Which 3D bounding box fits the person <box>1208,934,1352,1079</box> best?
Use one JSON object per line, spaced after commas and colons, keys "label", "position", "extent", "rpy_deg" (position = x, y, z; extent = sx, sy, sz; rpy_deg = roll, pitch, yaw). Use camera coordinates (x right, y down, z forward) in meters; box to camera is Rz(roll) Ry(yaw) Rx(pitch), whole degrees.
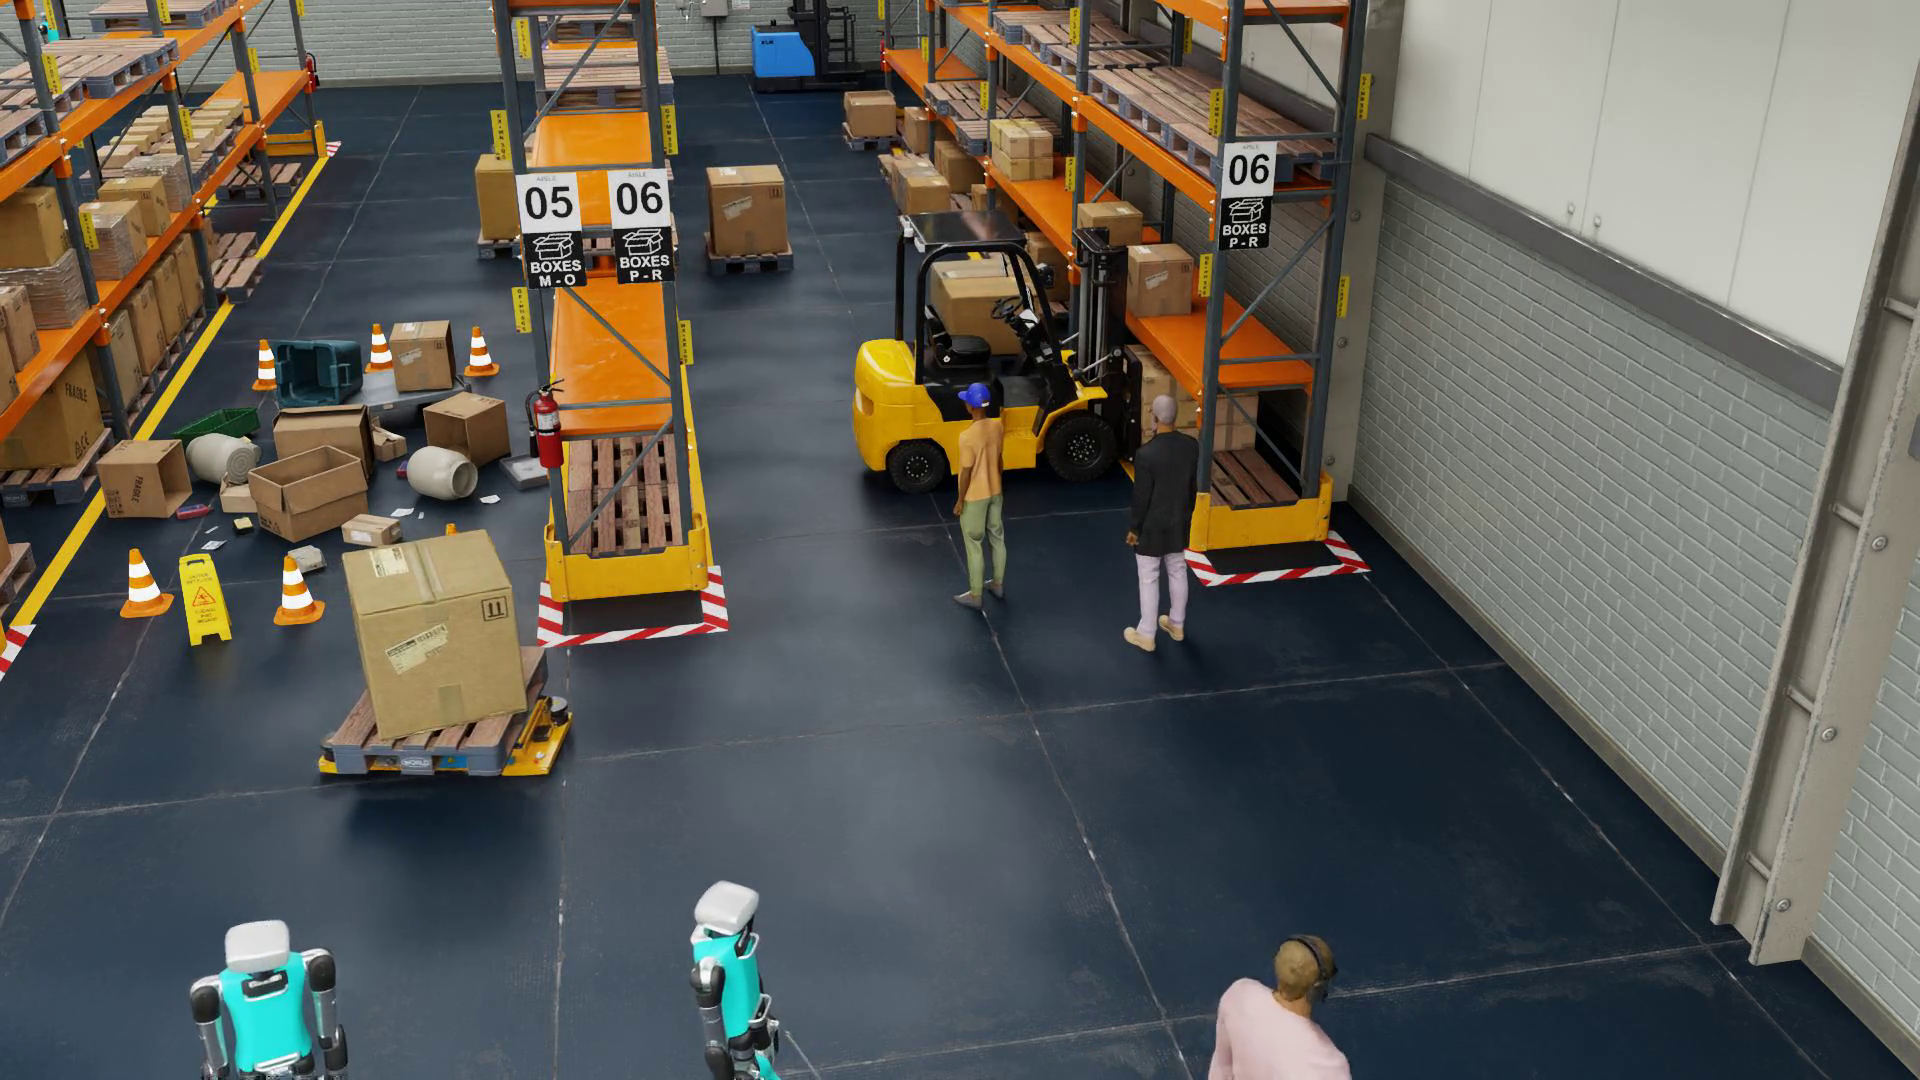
{"label": "person", "position": [1.339, 2.310, 6.441], "extent": [0.991, 1.896, 0.650], "rpy_deg": [-11, 28, -22]}

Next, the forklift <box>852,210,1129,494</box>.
{"label": "forklift", "position": [0.216, -1.659, 14.366], "extent": [2.313, 2.155, 1.214], "rpy_deg": [-5, 26, -10]}

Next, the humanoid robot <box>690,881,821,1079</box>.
{"label": "humanoid robot", "position": [-0.718, 2.217, 6.832], "extent": [0.671, 1.814, 0.537], "rpy_deg": [4, 26, 8]}

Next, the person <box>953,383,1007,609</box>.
{"label": "person", "position": [0.121, -0.334, 12.149], "extent": [0.369, 1.717, 0.455], "rpy_deg": [23, 34, 40]}

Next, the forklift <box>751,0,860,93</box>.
{"label": "forklift", "position": [-2.872, -9.679, 30.288], "extent": [1.873, 2.768, 1.129], "rpy_deg": [-5, 26, -10]}

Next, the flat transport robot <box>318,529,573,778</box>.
{"label": "flat transport robot", "position": [-3.248, 1.237, 10.554], "extent": [1.431, 0.231, 0.659], "rpy_deg": [1, 26, 1]}

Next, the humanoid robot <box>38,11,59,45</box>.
{"label": "humanoid robot", "position": [-14.974, -8.052, 28.043], "extent": [0.735, 1.680, 0.533], "rpy_deg": [1, 26, 2]}

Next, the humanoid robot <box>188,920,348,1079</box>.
{"label": "humanoid robot", "position": [-2.562, 2.424, 6.468], "extent": [0.560, 1.862, 0.832], "rpy_deg": [-14, 29, -26]}

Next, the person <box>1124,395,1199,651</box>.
{"label": "person", "position": [1.402, -0.115, 11.536], "extent": [0.545, 1.854, 0.405], "rpy_deg": [-14, 29, -27]}
